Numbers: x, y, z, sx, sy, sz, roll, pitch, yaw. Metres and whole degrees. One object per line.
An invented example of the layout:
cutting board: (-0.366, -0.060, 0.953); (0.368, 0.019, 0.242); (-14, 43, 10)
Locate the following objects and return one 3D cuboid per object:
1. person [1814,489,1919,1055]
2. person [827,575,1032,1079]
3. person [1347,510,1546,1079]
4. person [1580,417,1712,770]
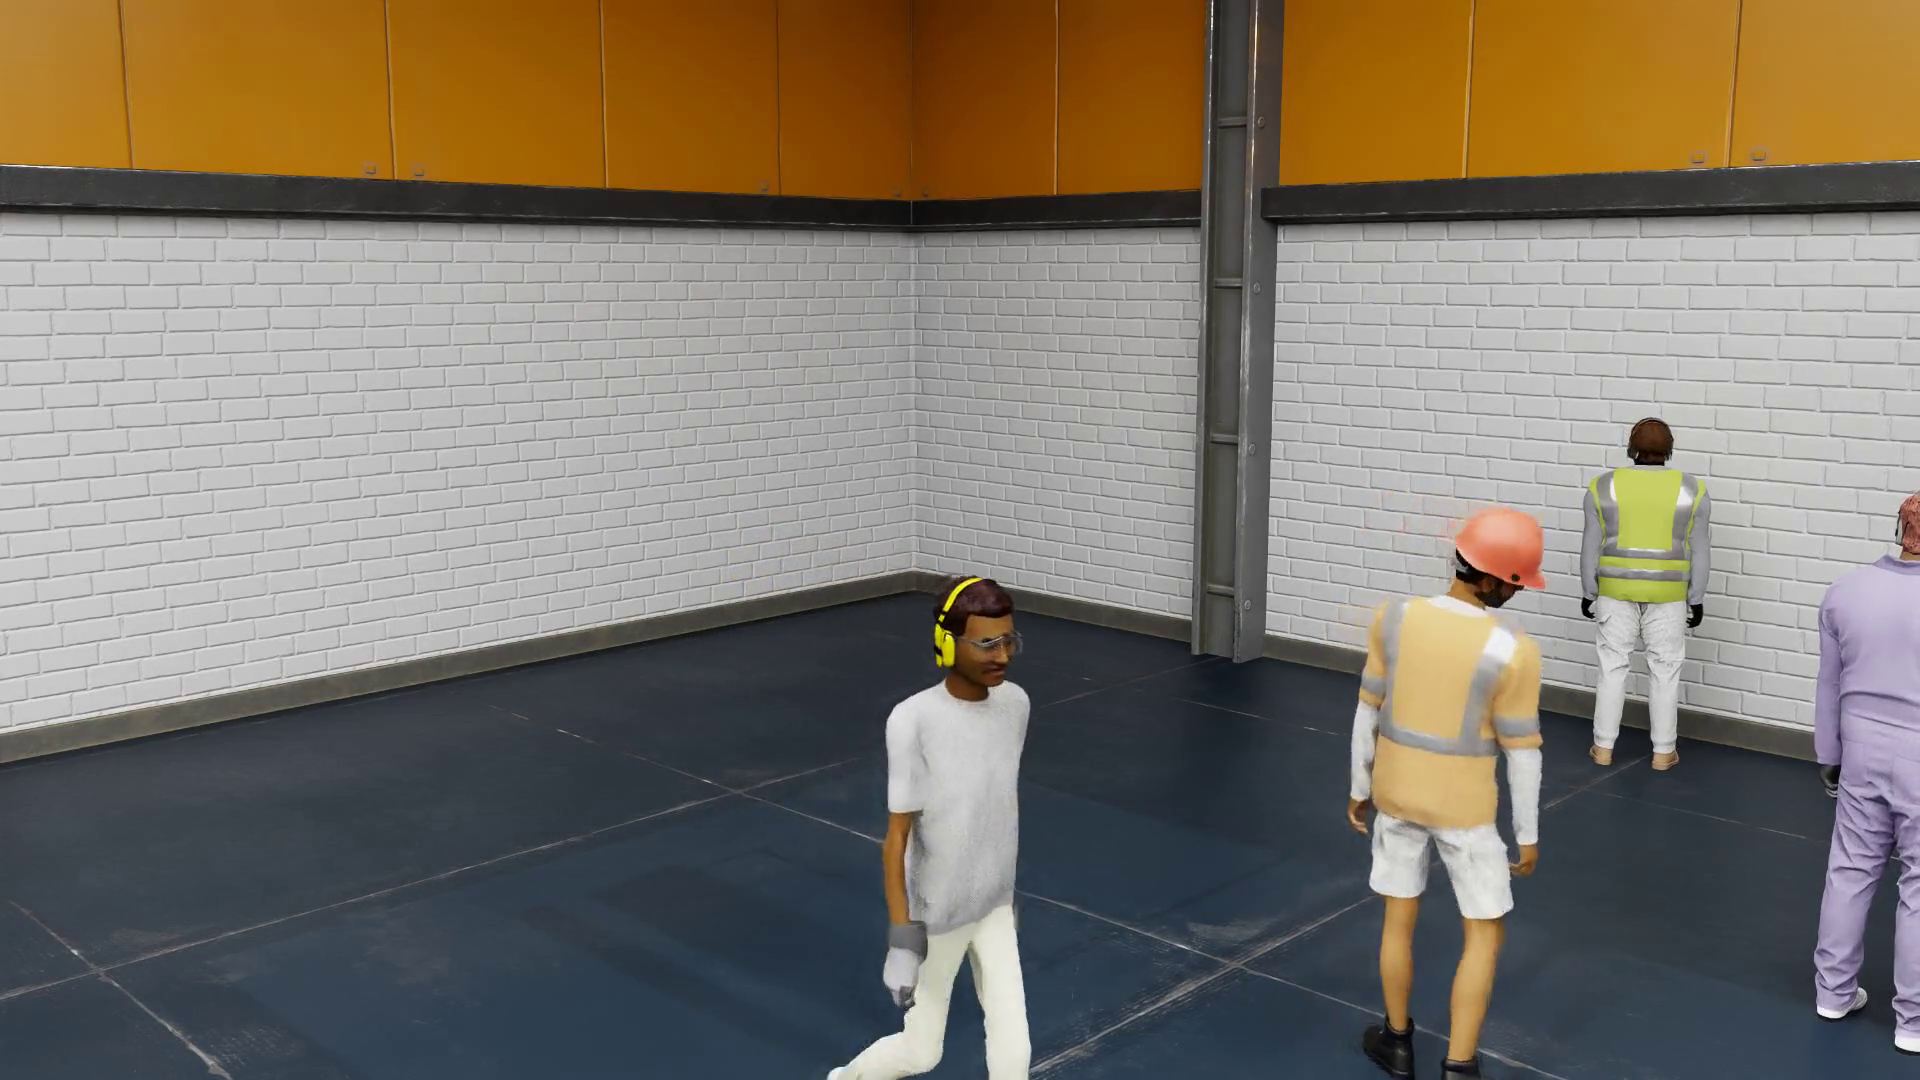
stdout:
person: (3.200, 0.760, 5.594); (0.399, 1.900, 0.644); (-5, 10, -27)
person: (-0.058, 0.979, 4.481); (0.553, 1.836, 0.866); (-8, 12, -41)
person: (1.504, 0.843, 5.132); (0.700, 1.889, 0.445); (7, 12, 38)
person: (3.569, 0.282, 8.694); (0.632, 1.843, 0.429); (4, 10, 22)
